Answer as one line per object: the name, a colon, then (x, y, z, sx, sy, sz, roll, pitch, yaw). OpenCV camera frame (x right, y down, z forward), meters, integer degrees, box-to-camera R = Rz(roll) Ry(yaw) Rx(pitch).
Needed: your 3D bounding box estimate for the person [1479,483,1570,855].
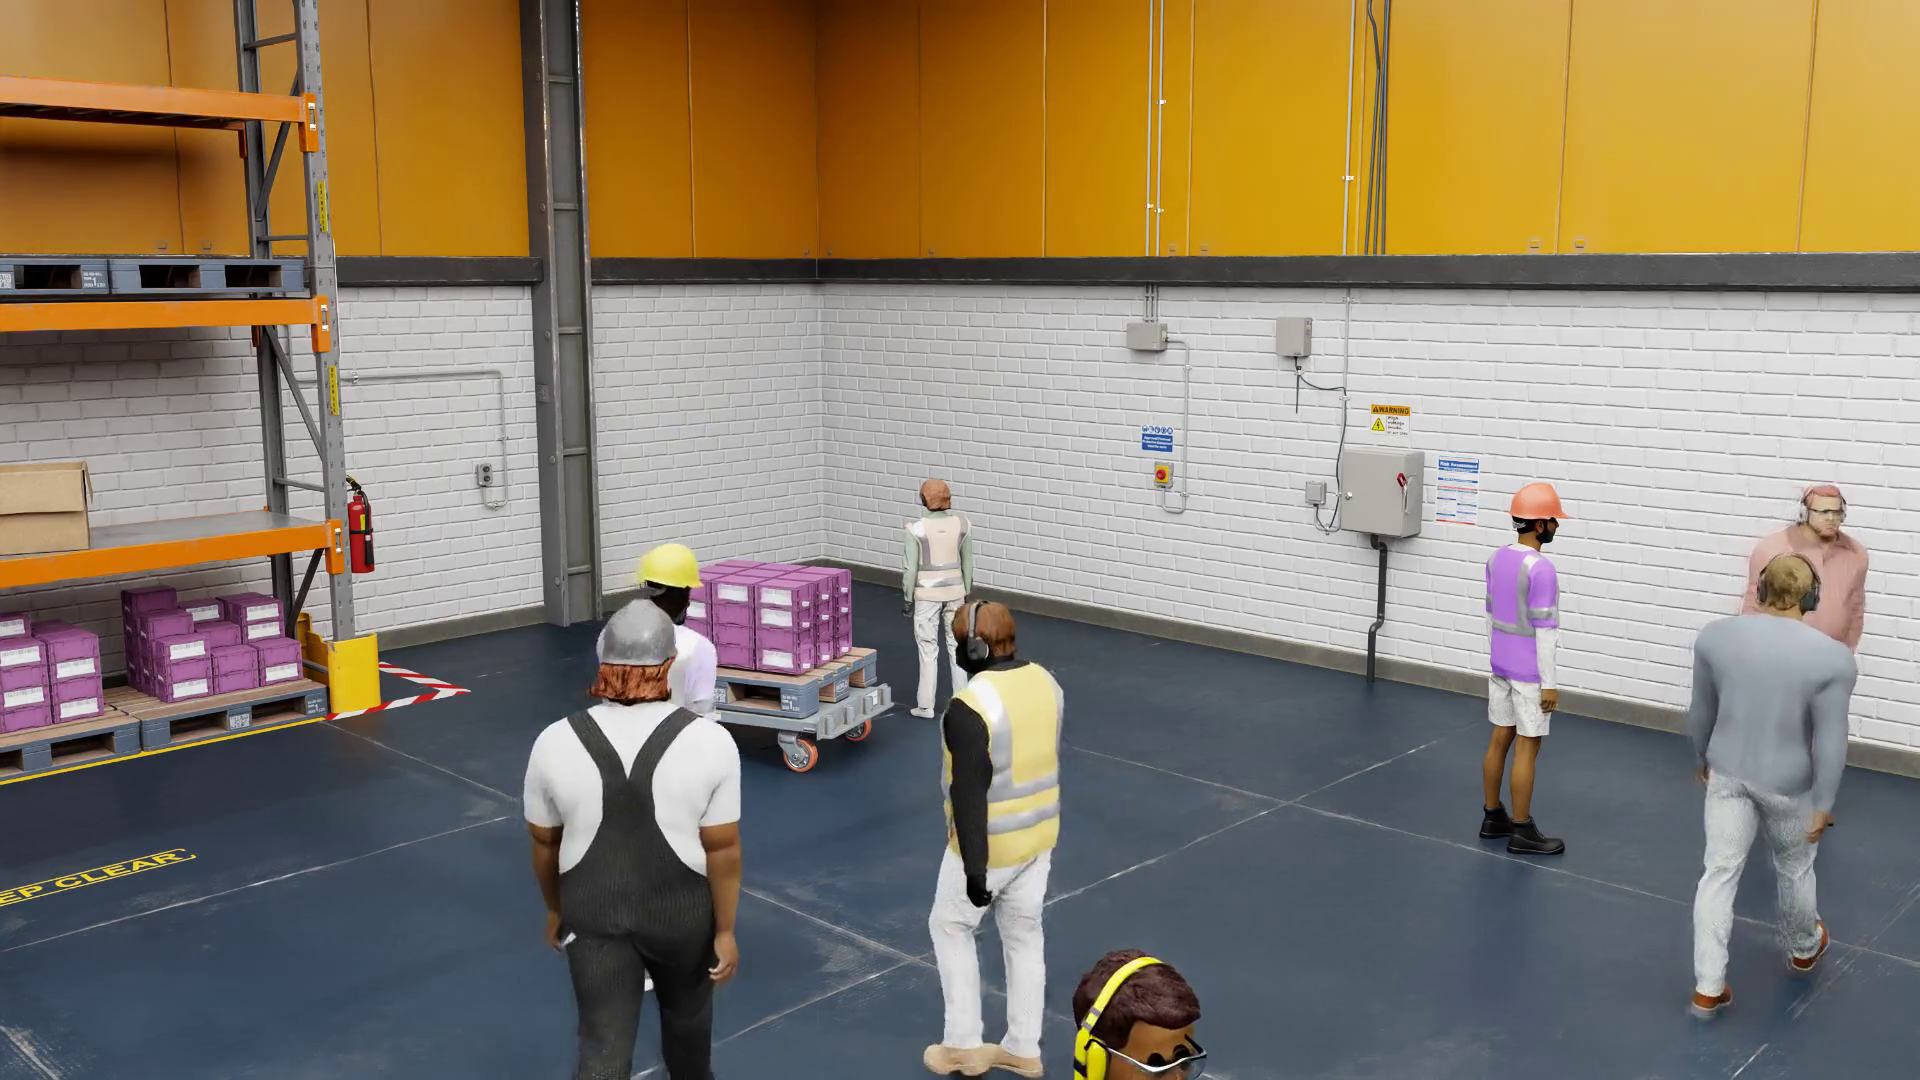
person: (2.951, 0.664, 8.671, 0.358, 1.938, 0.542, -2, 10, -14)

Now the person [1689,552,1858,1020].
person: (3.350, 0.978, 6.900, 0.655, 1.884, 1.021, 8, 12, 41)

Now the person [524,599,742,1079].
person: (-1.041, 1.148, 5.385, 0.691, 2.000, 1.000, 0, 9, -1)

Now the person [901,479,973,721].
person: (-0.148, 0.399, 11.206, 0.514, 1.640, 0.310, -4, 10, -23)

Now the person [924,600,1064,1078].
person: (0.111, 1.125, 6.260, 0.549, 1.818, 0.640, 8, 12, 42)

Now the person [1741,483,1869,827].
person: (4.661, 0.592, 9.281, 0.653, 1.886, 0.692, 0, 9, 0)

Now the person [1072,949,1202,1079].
person: (0.278, 1.629, 2.990, 0.333, 1.862, 0.520, 4, 10, 25)

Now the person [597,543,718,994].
person: (-1.247, 0.960, 6.969, 0.596, 1.906, 0.426, 3, 10, 19)
